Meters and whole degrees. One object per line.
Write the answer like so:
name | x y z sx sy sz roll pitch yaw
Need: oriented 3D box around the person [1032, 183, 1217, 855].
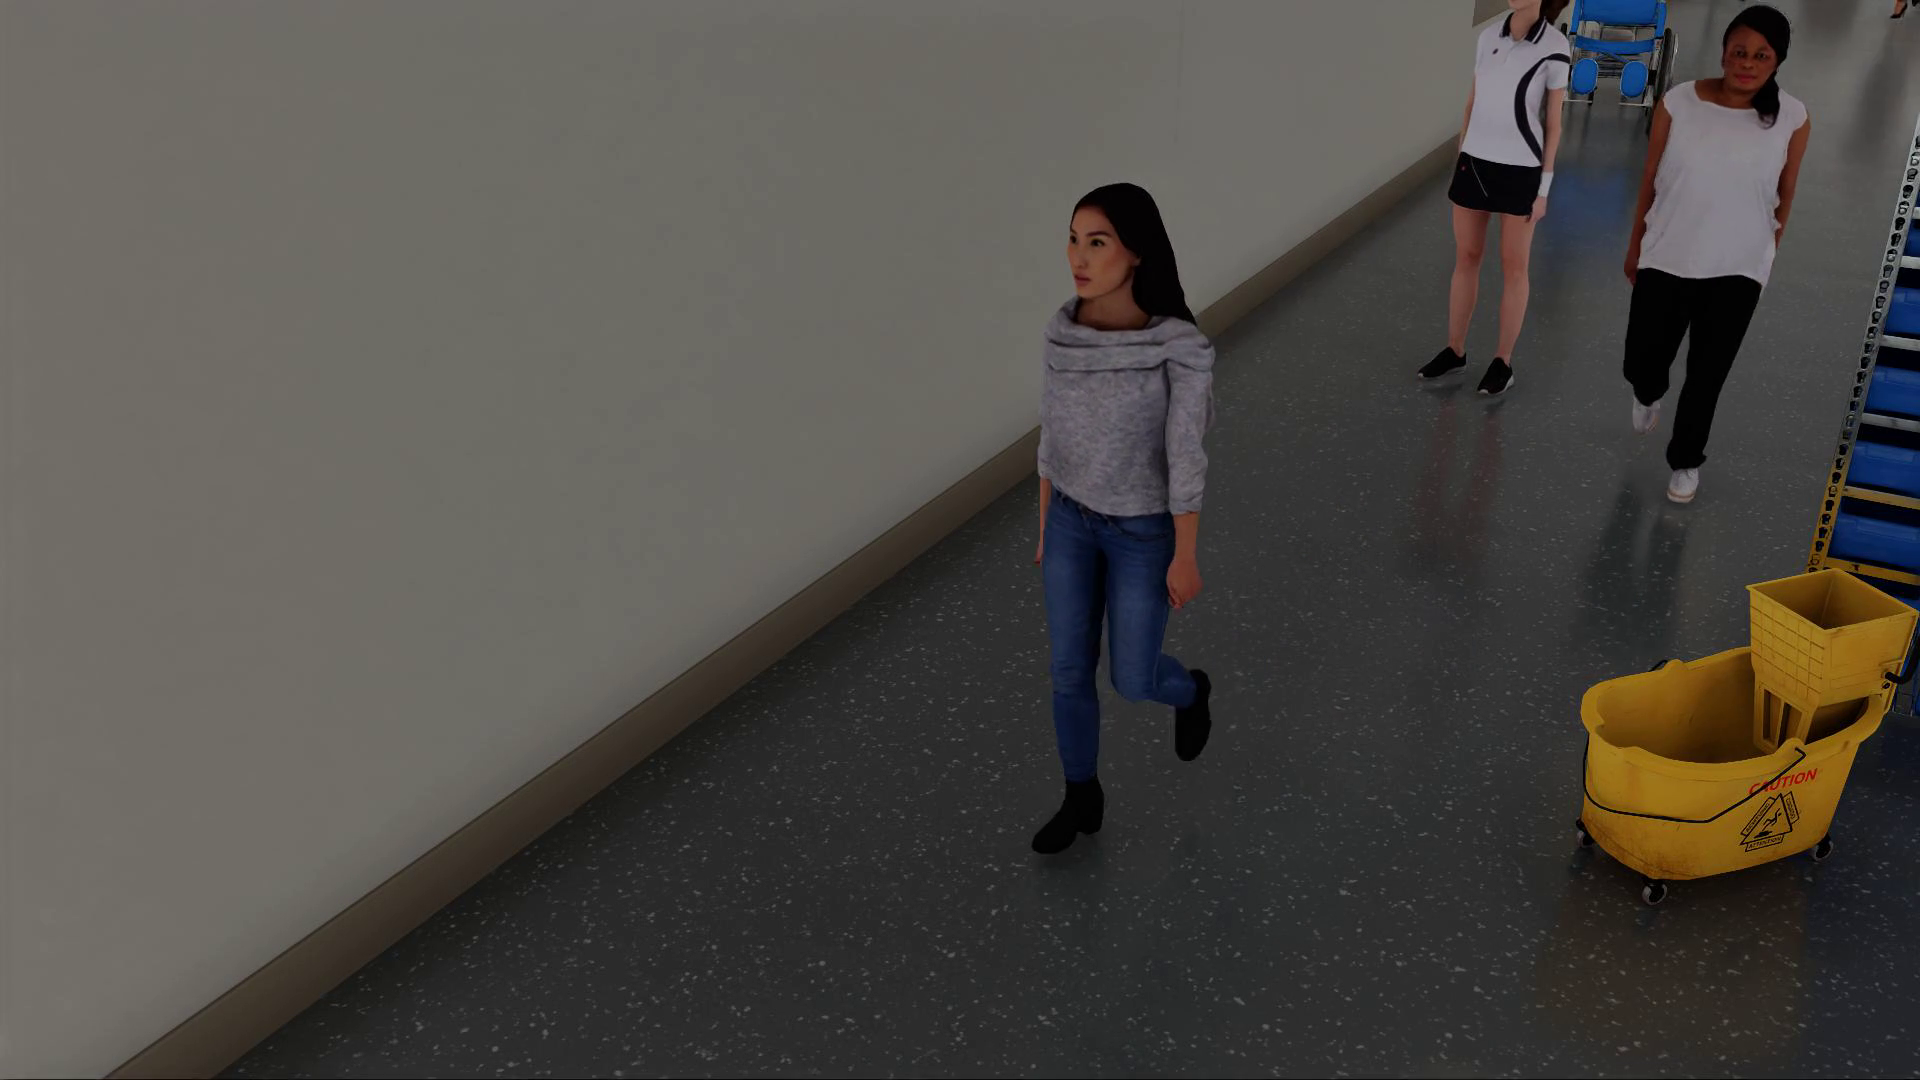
person | 0.405 -0.023 3.852 0.840 1.613 0.773 21 33 37

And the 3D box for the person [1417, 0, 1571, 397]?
person | 2.181 -1.458 6.667 0.682 1.752 0.569 -23 34 -39

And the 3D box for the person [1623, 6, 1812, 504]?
person | 2.602 -1.000 5.811 0.811 1.670 0.729 12 28 24
